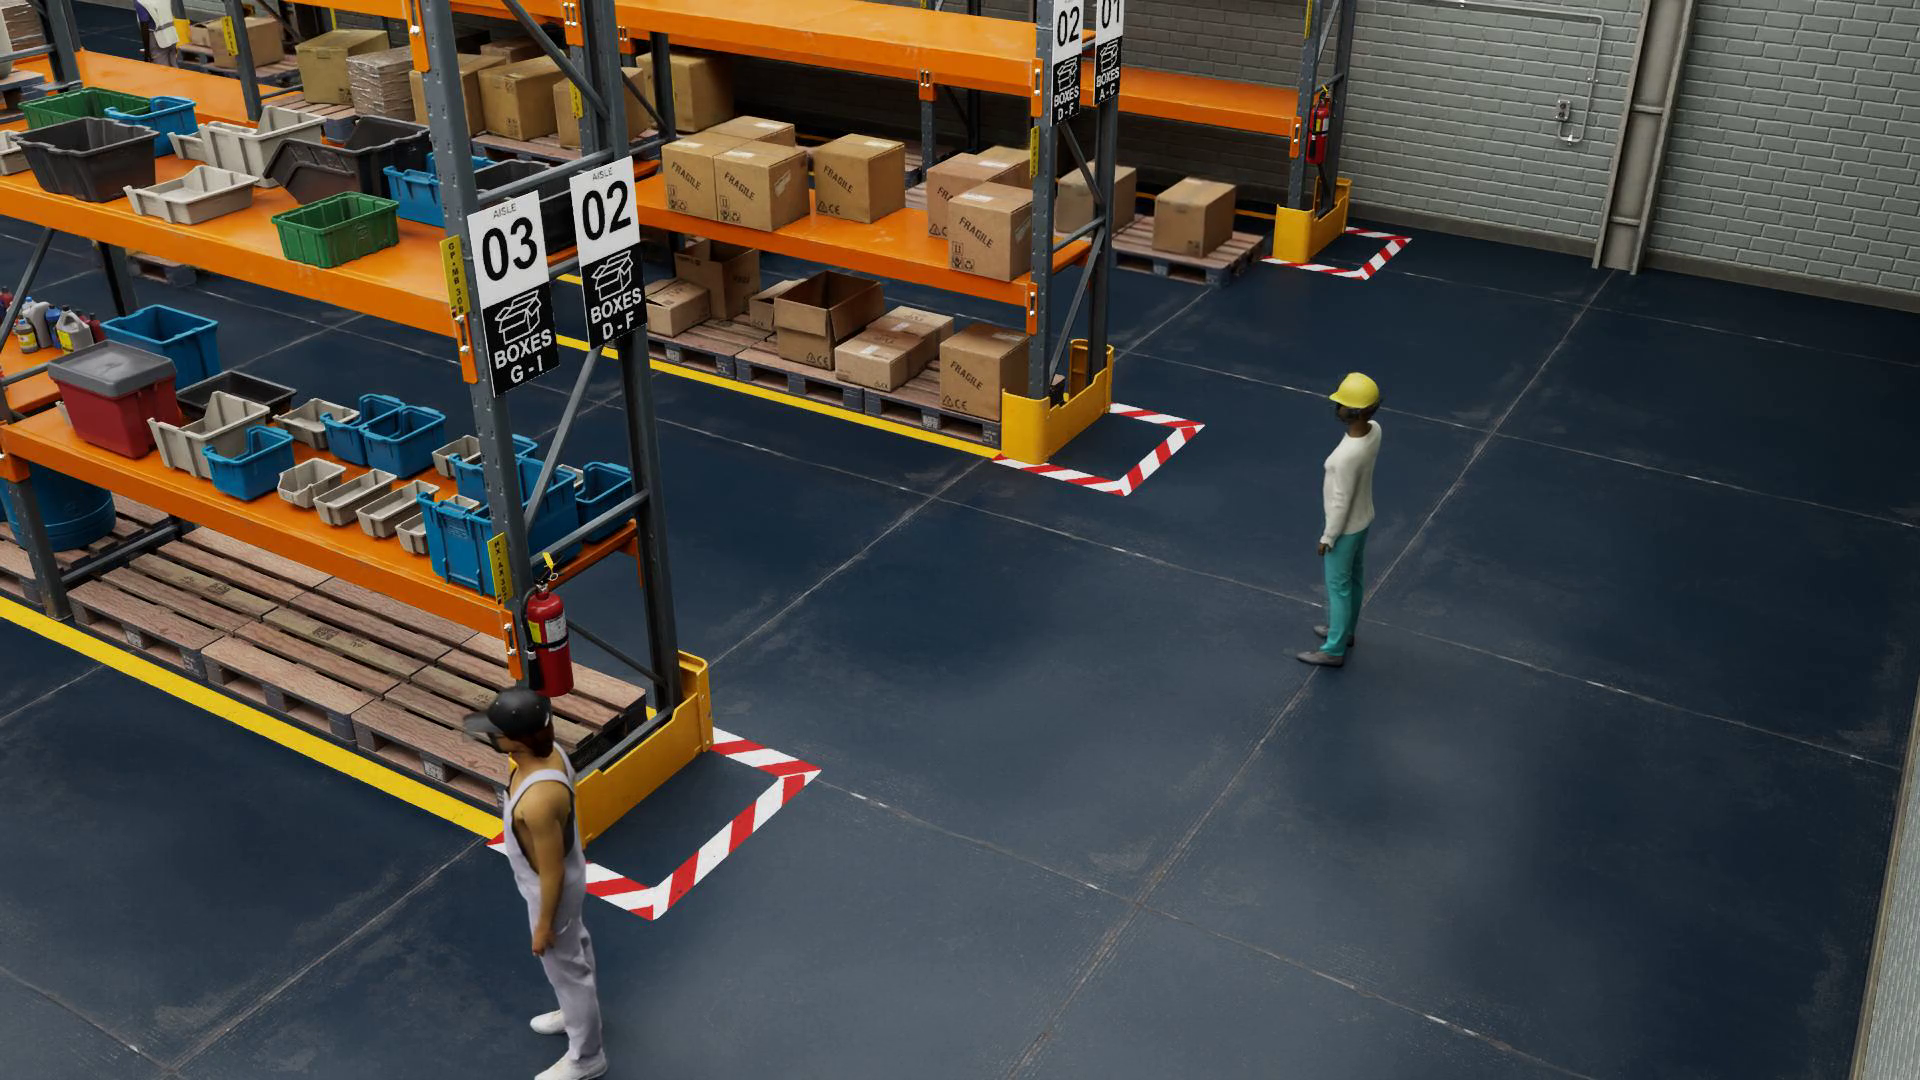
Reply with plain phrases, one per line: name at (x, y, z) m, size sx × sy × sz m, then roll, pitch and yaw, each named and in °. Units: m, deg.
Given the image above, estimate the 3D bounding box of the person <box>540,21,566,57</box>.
person at (-4.149, -4.511, 17.259) m, size 0.318 × 1.696 × 0.534 m, roll -10°, pitch 31°, yaw -17°

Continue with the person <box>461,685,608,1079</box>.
person at (-1.652, 1.362, 6.553) m, size 0.376 × 1.862 × 0.528 m, roll -6°, pitch 30°, yaw -11°

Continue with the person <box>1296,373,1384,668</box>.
person at (2.140, -0.107, 9.287) m, size 0.308 × 1.768 × 0.521 m, roll 16°, pitch 33°, yaw 26°

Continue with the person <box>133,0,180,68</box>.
person at (-9.273, -5.732, 19.313) m, size 0.395 × 1.837 × 0.557 m, roll 4°, pitch 29°, yaw 7°
